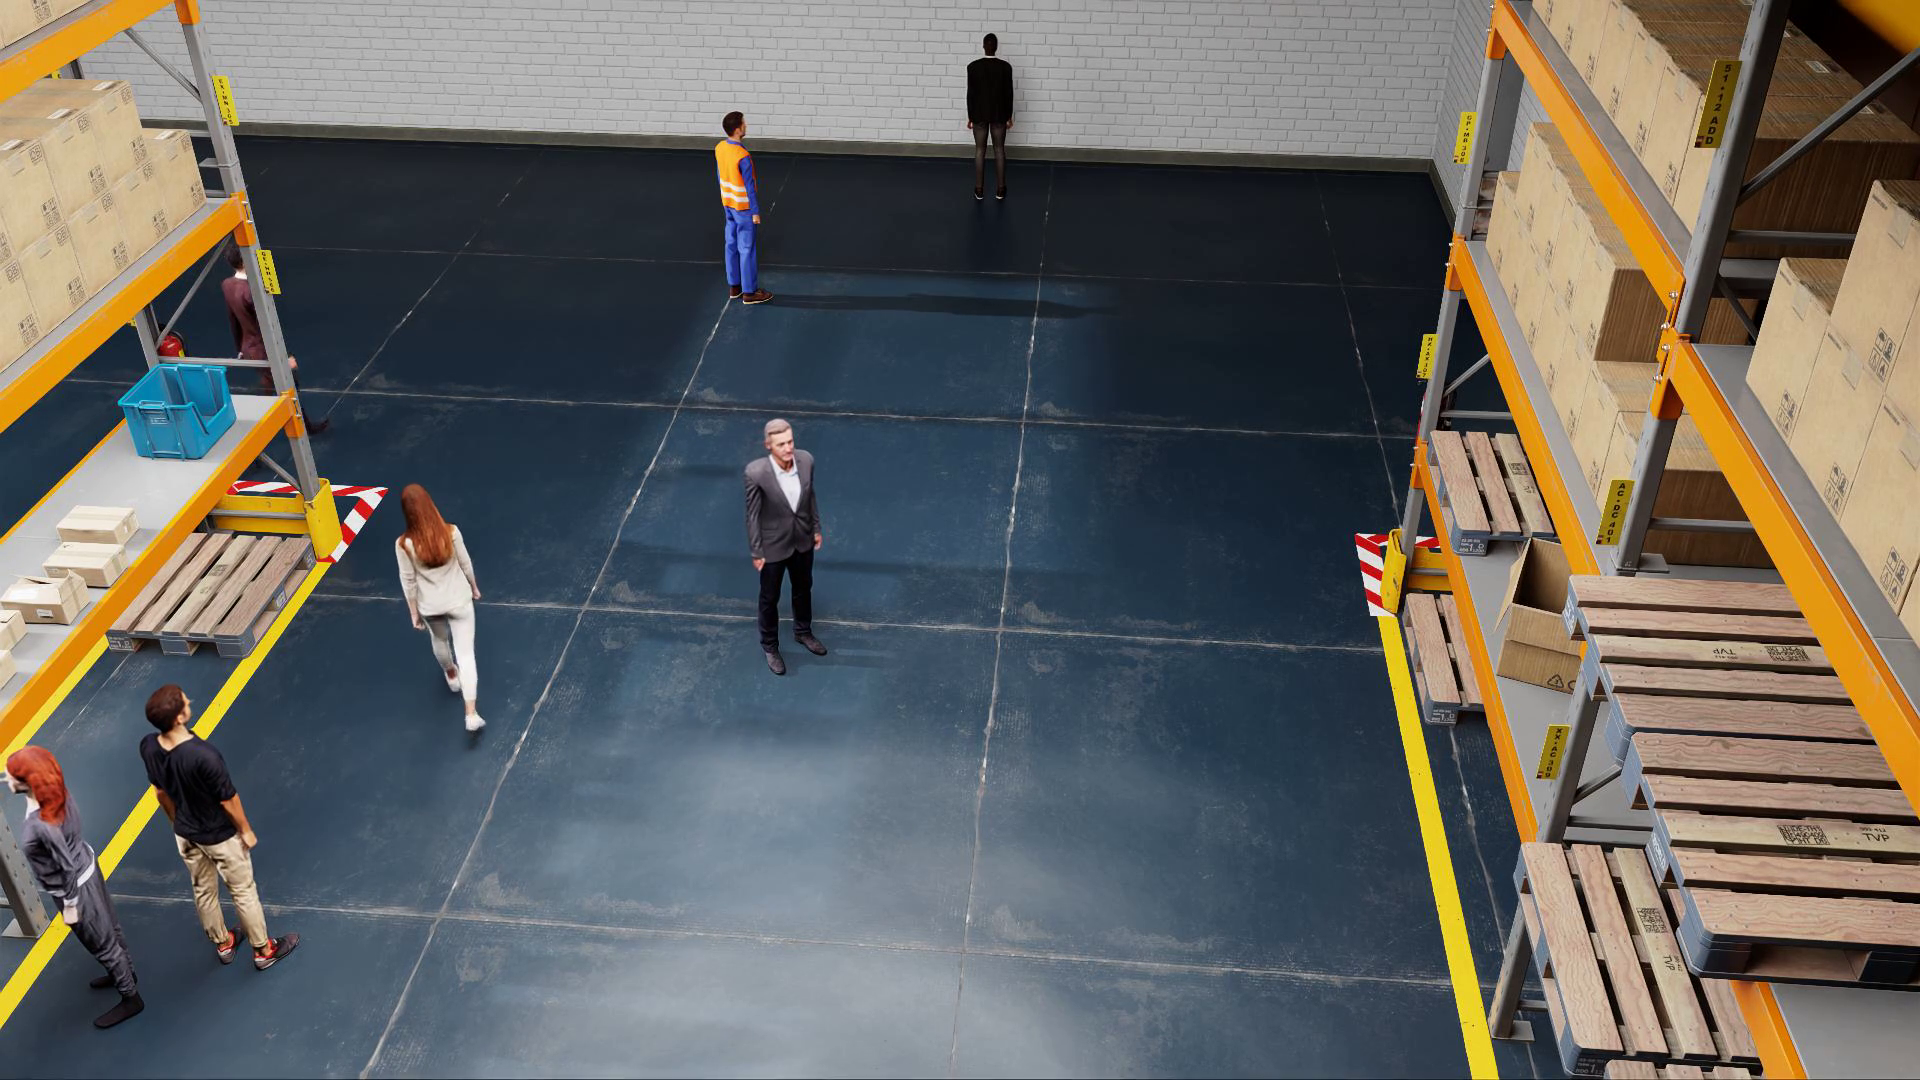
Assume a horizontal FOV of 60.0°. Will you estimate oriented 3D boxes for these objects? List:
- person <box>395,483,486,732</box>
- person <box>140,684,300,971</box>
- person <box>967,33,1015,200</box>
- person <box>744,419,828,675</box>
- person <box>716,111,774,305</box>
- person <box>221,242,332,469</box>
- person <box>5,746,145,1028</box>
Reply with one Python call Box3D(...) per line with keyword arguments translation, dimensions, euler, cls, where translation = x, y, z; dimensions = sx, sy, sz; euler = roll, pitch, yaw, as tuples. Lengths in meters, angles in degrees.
Box3D(translation=(-3.242, 0.447, 10.508), dimensions=(0.849, 1.688, 1.161), euler=(-8, 34, -12), cls="person")
Box3D(translation=(-3.955, 1.522, 8.736), dimensions=(0.678, 1.859, 0.599), euler=(9, 35, 14), cls="person")
Box3D(translation=(0.325, -4.568, 17.951), dimensions=(0.669, 1.800, 0.578), euler=(0, 34, 0), cls="person")
Box3D(translation=(-1.161, -0.001, 11.042), dimensions=(0.807, 1.842, 0.852), euler=(-22, 40, -30), cls="person")
Box3D(translation=(-2.088, -3.156, 15.768), dimensions=(0.834, 1.864, 0.780), euler=(-26, 42, -34), cls="person")
Box3D(translation=(-5.595, -1.457, 13.230), dimensions=(1.126, 1.845, 1.265), euler=(27, 42, 35), cls="person")
Box3D(translation=(-4.507, 1.745, 8.472), dimensions=(0.714, 1.779, 0.602), euler=(-15, 36, -21), cls="person")
